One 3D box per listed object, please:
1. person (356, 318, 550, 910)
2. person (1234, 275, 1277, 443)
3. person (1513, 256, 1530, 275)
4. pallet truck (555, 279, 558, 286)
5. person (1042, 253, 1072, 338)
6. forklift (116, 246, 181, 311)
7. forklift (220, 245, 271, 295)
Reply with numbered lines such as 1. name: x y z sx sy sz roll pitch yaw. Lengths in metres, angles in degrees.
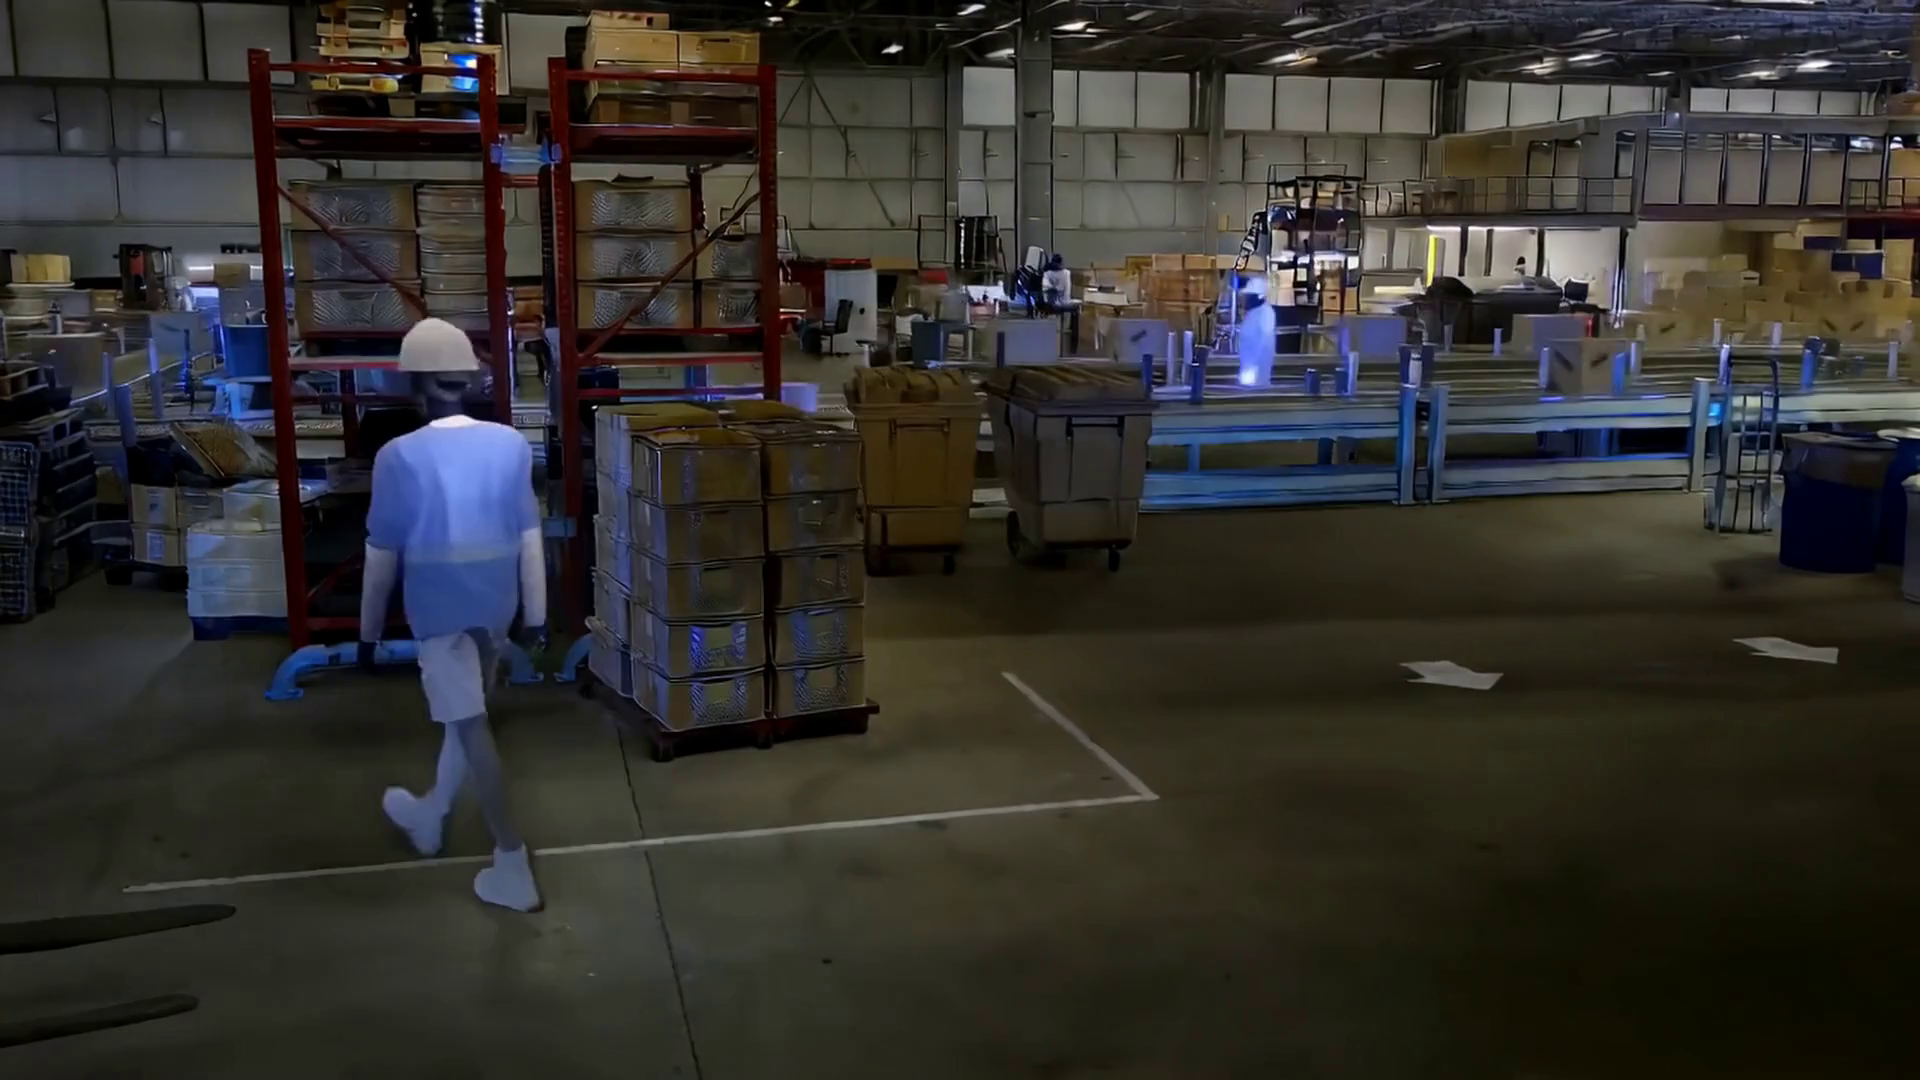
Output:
1. person: -1.713 0.224 5.486 0.972 1.884 0.572 8 13 38
2. person: 3.168 -1.921 17.848 0.423 1.819 0.598 -2 10 -11
3. person: 16.700 -7.534 49.569 0.506 1.838 0.351 -1 10 -3
4. pallet truck: -10.604 -6.375 44.520 0.653 1.274 1.630 -3 10 -15
5. person: 1.953 -4.820 33.788 0.616 1.999 1.038 -1 10 -7
6. forklift: -19.966 -6.232 40.894 1.157 1.987 2.680 -3 10 -15
7. forklift: -17.749 -6.334 41.440 1.157 1.987 2.680 -3 10 -17
